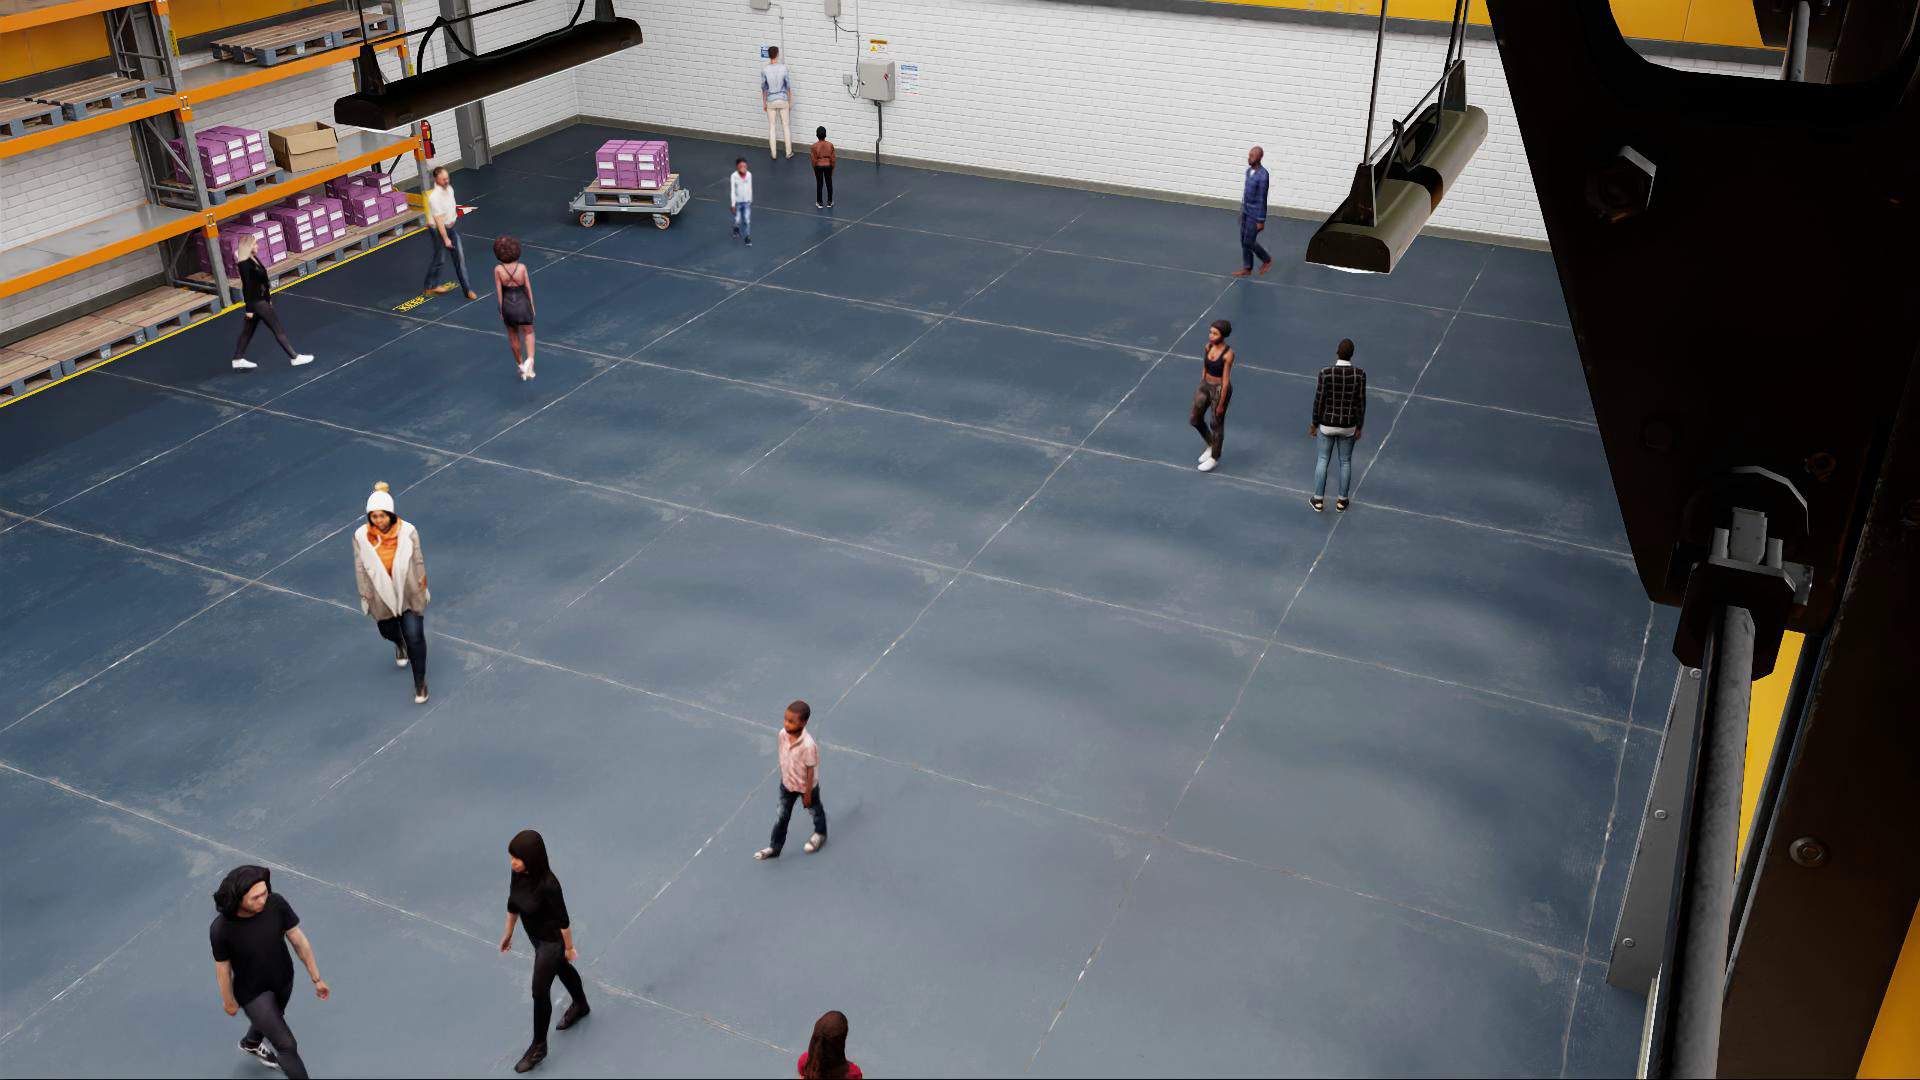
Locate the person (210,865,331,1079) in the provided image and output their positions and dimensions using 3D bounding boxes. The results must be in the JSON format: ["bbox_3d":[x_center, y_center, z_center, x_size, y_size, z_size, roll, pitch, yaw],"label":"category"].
[{"bbox_3d":[-4.126,2.564,9.756,0.849,1.791,1.153,18,33,29],"label":"person"}]

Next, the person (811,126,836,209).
[{"bbox_3d":[-2.100,-5.727,25.517,0.601,1.255,0.637,-5,29,-9],"label":"person"}]

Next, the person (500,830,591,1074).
[{"bbox_3d":[-2.483,2.399,10.242,0.729,1.616,0.947,25,37,37],"label":"person"}]

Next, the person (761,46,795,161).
[{"bbox_3d":[-3.058,-7.310,27.801,0.731,1.847,0.714,0,29,0],"label":"person"}]

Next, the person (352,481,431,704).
[{"bbox_3d":[-4.657,0.365,13.714,1.147,1.862,1.247,-7,29,-13],"label":"person"}]

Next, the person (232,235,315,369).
[{"bbox_3d":[-8.419,-2.756,19.680,1.173,1.628,1.153,-8,30,-14],"label":"person"}]

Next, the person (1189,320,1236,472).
[{"bbox_3d":[2.729,-1.525,17.361,0.773,1.688,0.725,-17,33,-29],"label":"person"}]

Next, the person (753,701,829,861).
[{"bbox_3d":[-1.094,1.689,11.892,0.651,1.282,0.881,21,35,34],"label":"person"}]

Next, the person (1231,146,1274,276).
[{"bbox_3d":[4.059,-4.463,22.621,0.945,1.807,0.888,-9,30,-15],"label":"person"}]

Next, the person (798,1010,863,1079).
[{"bbox_3d":[-0.716,3.178,8.899,0.669,1.534,0.949,6,29,11],"label":"person"}]

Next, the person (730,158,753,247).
[{"bbox_3d":[-3.170,-4.915,24.033,0.762,1.249,0.843,-9,30,-15],"label":"person"}]

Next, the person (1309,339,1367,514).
[{"bbox_3d":[3.746,-1.136,16.509,0.724,1.820,0.664,4,29,7],"label":"person"}]

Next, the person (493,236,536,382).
[{"bbox_3d":[-5.151,-2.624,19.285,0.831,1.775,0.925,-6,29,-12],"label":"person"}]

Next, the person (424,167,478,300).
[{"bbox_3d":[-6.839,-4.037,21.856,0.737,1.793,1.008,8,30,15],"label":"person"}]
